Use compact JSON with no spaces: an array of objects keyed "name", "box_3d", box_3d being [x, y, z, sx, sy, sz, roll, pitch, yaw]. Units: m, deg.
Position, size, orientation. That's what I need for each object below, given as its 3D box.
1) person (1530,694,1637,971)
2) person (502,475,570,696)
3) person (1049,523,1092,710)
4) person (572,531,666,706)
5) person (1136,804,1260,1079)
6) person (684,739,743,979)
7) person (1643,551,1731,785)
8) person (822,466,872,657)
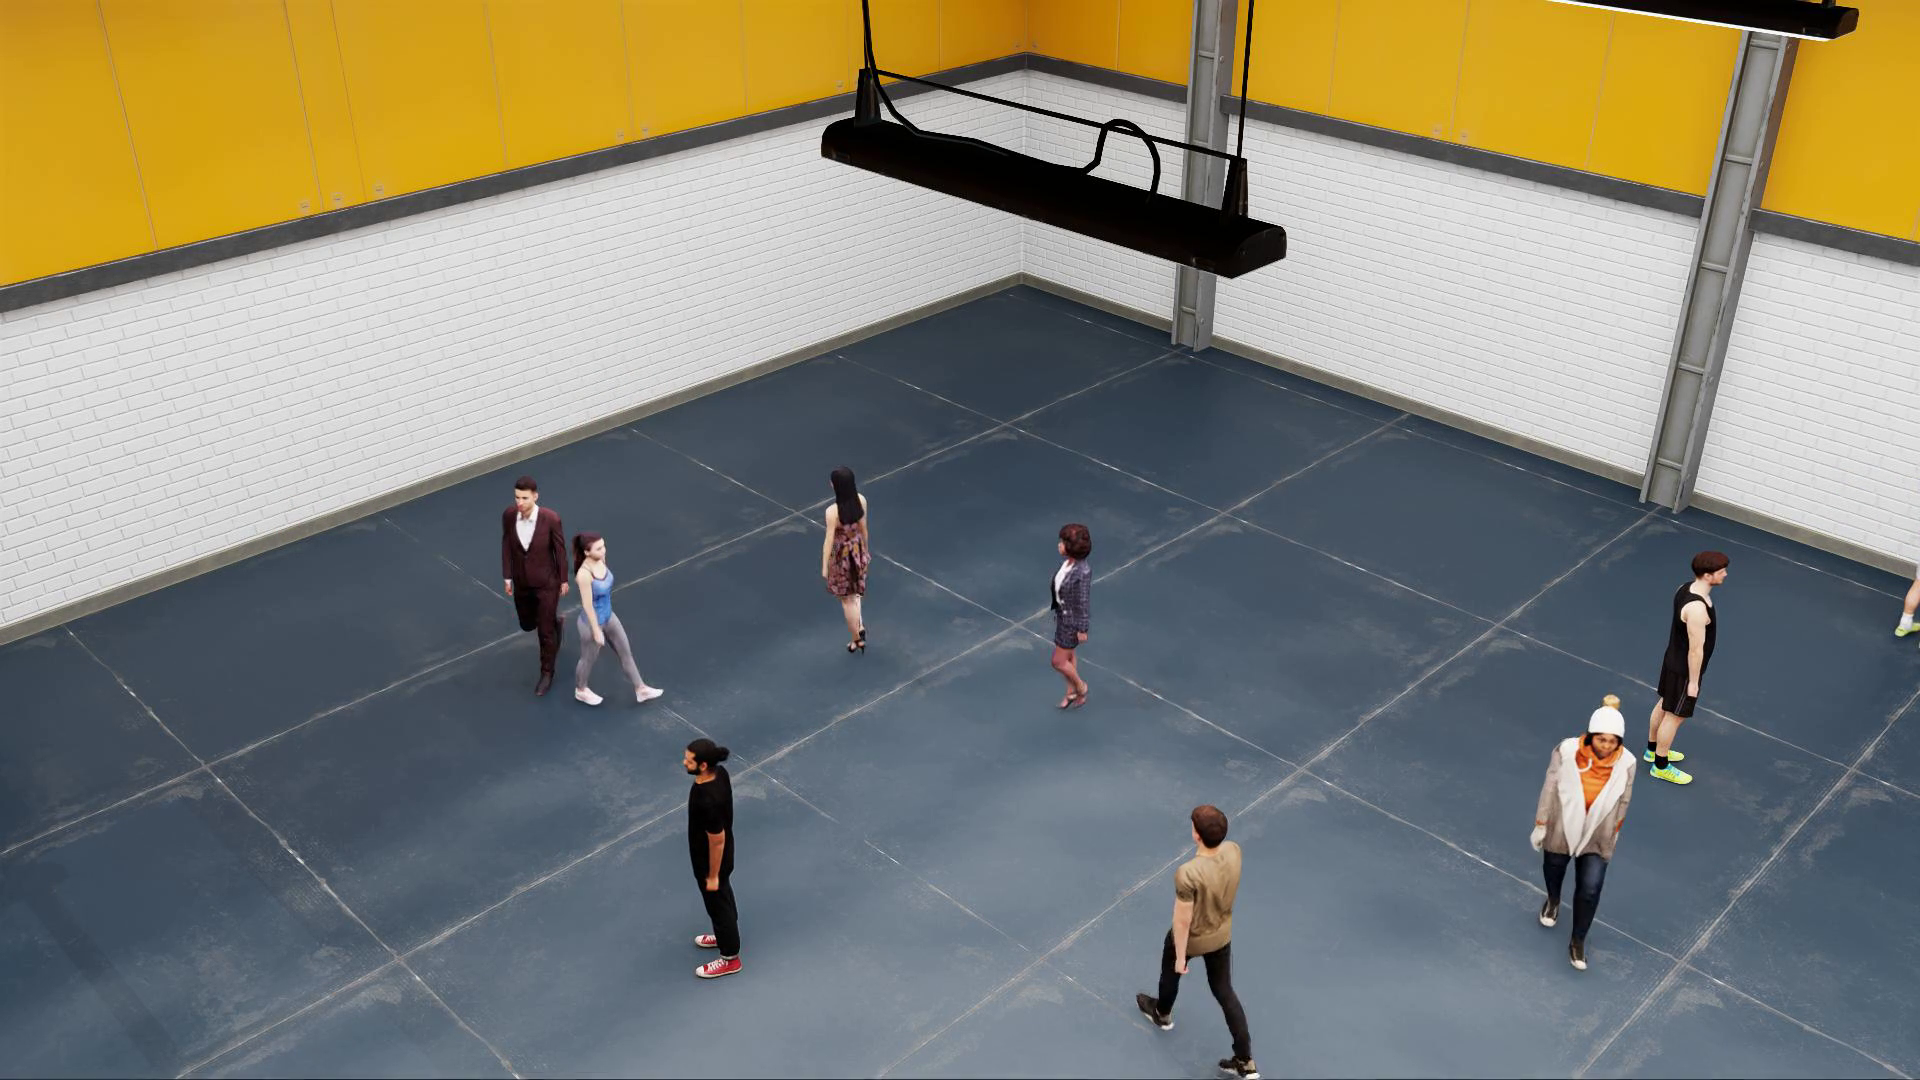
[{"name":"person","box_3d":[4.041,1.773,10.835,1.039,1.866,1.006,11,30,19]},{"name":"person","box_3d":[-3.439,0.290,13.570,1.108,1.850,1.091,5,29,9]},{"name":"person","box_3d":[0.952,0.633,13.108,0.801,1.690,0.699,-7,29,-13]},{"name":"person","box_3d":[-2.945,0.642,13.209,1.071,1.578,0.874,8,30,15]},{"name":"person","box_3d":[1.493,2.381,9.776,0.851,1.811,1.295,-18,33,-29]},{"name":"person","box_3d":[-1.563,1.991,10.549,0.782,1.758,0.691,-4,29,-8]},{"name":"person","box_3d":[5.392,0.919,12.372,0.791,1.892,0.771,5,29,9]},{"name":"person","box_3d":[-0.869,0.219,13.793,0.697,1.762,0.636,24,37,37]}]
